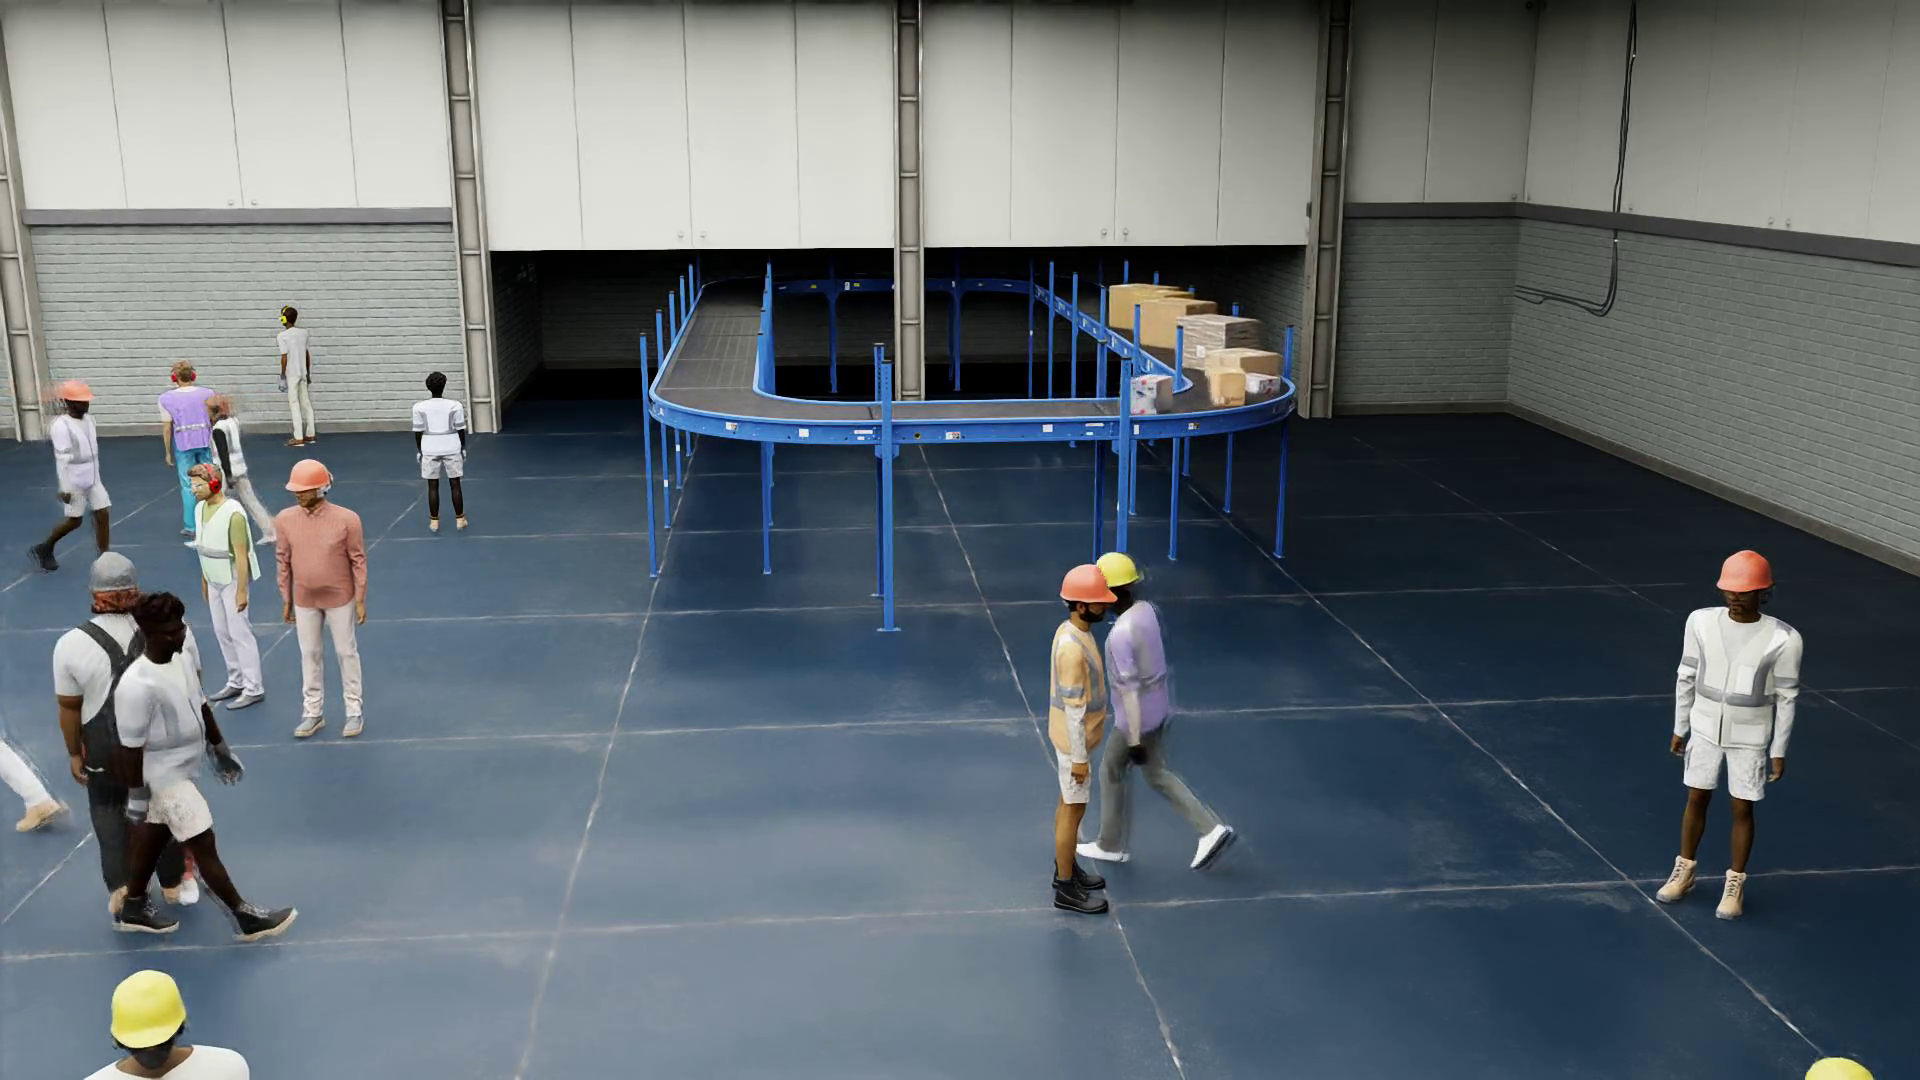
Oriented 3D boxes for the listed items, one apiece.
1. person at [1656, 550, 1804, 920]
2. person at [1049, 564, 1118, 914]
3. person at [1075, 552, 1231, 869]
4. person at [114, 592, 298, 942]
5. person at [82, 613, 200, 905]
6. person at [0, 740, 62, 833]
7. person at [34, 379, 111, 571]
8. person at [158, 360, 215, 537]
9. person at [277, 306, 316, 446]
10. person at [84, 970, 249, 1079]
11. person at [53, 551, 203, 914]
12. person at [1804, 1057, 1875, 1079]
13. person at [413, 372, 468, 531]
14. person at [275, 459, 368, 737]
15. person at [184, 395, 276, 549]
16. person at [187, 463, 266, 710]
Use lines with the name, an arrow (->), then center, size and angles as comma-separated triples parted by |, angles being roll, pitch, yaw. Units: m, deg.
person -> 4.147, 1.045, 8.968 | 0.608, 2.045, 0.392 | 13, 19, 41
person -> 0.664, 1.071, 9.080 | 0.358, 1.937, 0.549 | 1, 14, 4
person -> 1.105, 0.998, 9.500 | 0.850, 1.880, 0.602 | 7, 15, 25
person -> -4.040, 1.185, 8.669 | 1.004, 1.910, 0.607 | -1, 14, -4
person -> -4.502, 1.087, 9.089 | 0.599, 1.906, 0.413 | -6, 15, -22
person -> -5.962, 0.938, 9.910 | 0.954, 1.802, 0.624 | -1, 14, -3
person -> -8.433, -0.587, 15.790 | 0.831, 1.913, 0.554 | 2, 14, 9
person -> -7.997, -0.948, 17.339 | 0.567, 1.847, 0.389 | -12, 18, -40
person -> -8.920, -2.197, 22.291 | 0.323, 1.871, 0.528 | 6, 15, 23
person -> -2.445, 2.137, 5.176 | 0.526, 1.761, 0.348 | -6, 15, -24
person -> -4.461, 1.037, 9.004 | 0.705, 2.000, 0.535 | -8, 16, -29
person -> 2.379, 2.267, 4.741 | 0.785, 1.713, 0.497 | -13, 19, -41
person -> -5.484, -0.933, 17.587 | 0.541, 1.695, 0.315 | -4, 15, -15
person -> -4.451, 0.407, 11.627 | 0.612, 1.991, 0.392 | 0, 14, -1
person -> -7.405, -0.686, 16.836 | 0.895, 1.587, 0.523 | -2, 14, -6
person -> -5.410, 0.321, 12.298 | 0.576, 1.831, 0.395 | 11, 18, 37
